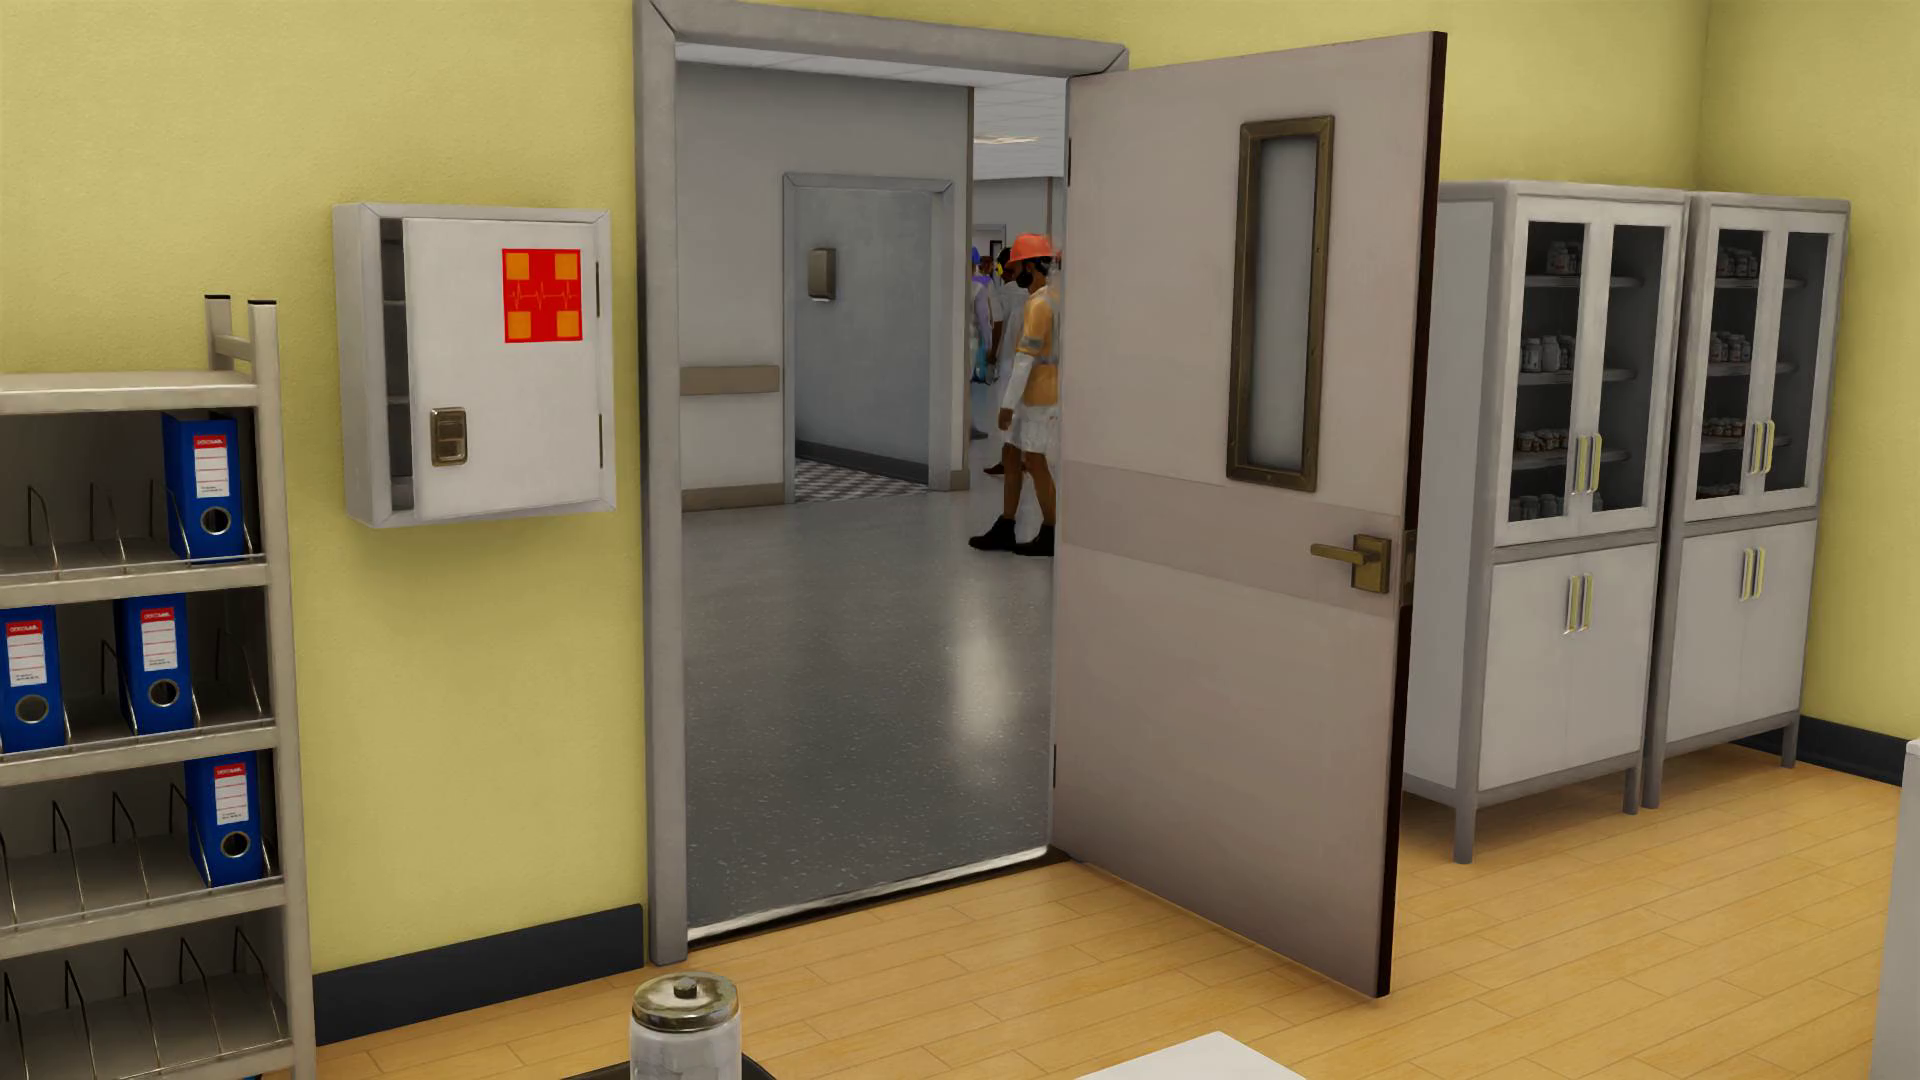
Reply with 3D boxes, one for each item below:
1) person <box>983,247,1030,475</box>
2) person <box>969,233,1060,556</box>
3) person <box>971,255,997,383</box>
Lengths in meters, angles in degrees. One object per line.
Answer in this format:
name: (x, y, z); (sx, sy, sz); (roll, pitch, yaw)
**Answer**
person: (0.404, -1.456, 13.632); (0.520, 1.865, 0.332); (-8, 13, -41)
person: (0.361, -0.849, 9.857); (0.616, 1.904, 0.587); (2, 10, 5)
person: (0.302, -3.181, 24.022); (0.393, 1.837, 0.559); (-6, 12, -35)
